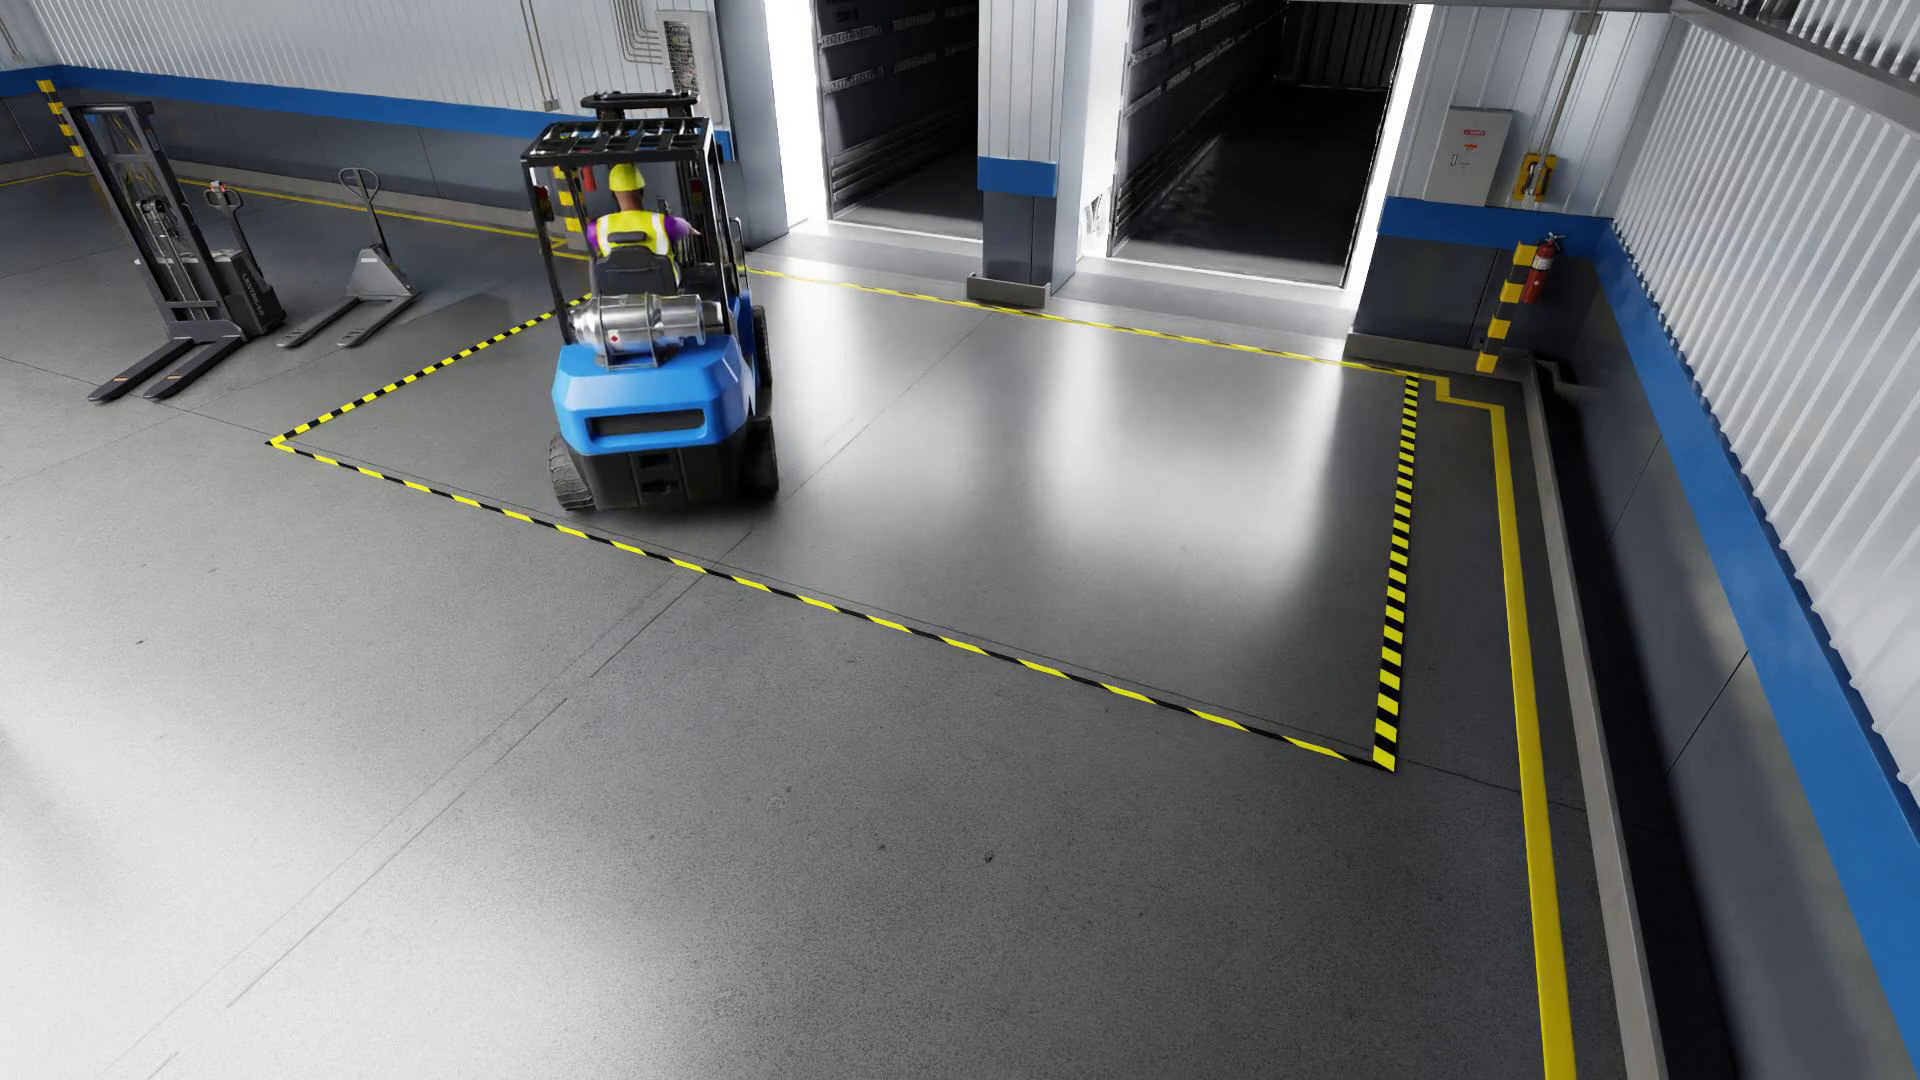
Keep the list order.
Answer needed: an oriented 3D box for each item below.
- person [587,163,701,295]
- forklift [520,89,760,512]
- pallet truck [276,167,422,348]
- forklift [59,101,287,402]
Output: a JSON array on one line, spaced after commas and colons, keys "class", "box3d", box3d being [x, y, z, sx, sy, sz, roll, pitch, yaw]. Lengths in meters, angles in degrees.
[{"class": "person", "box3d": [-2.060, -1.917, 6.124, 0.635, 1.294, 1.004, -6, 35, -8]}, {"class": "forklift", "box3d": [-2.057, -1.729, 6.183, 1.157, 2.036, 2.680, -6, 35, -8]}, {"class": "pallet truck", "box3d": [-5.732, -2.611, 8.414, 0.680, 1.201, 1.601, -1, 35, -1]}, {"class": "forklift", "box3d": [-6.686, -2.387, 7.434, 0.823, 1.965, 1.885, -3, 35, -5]}]
